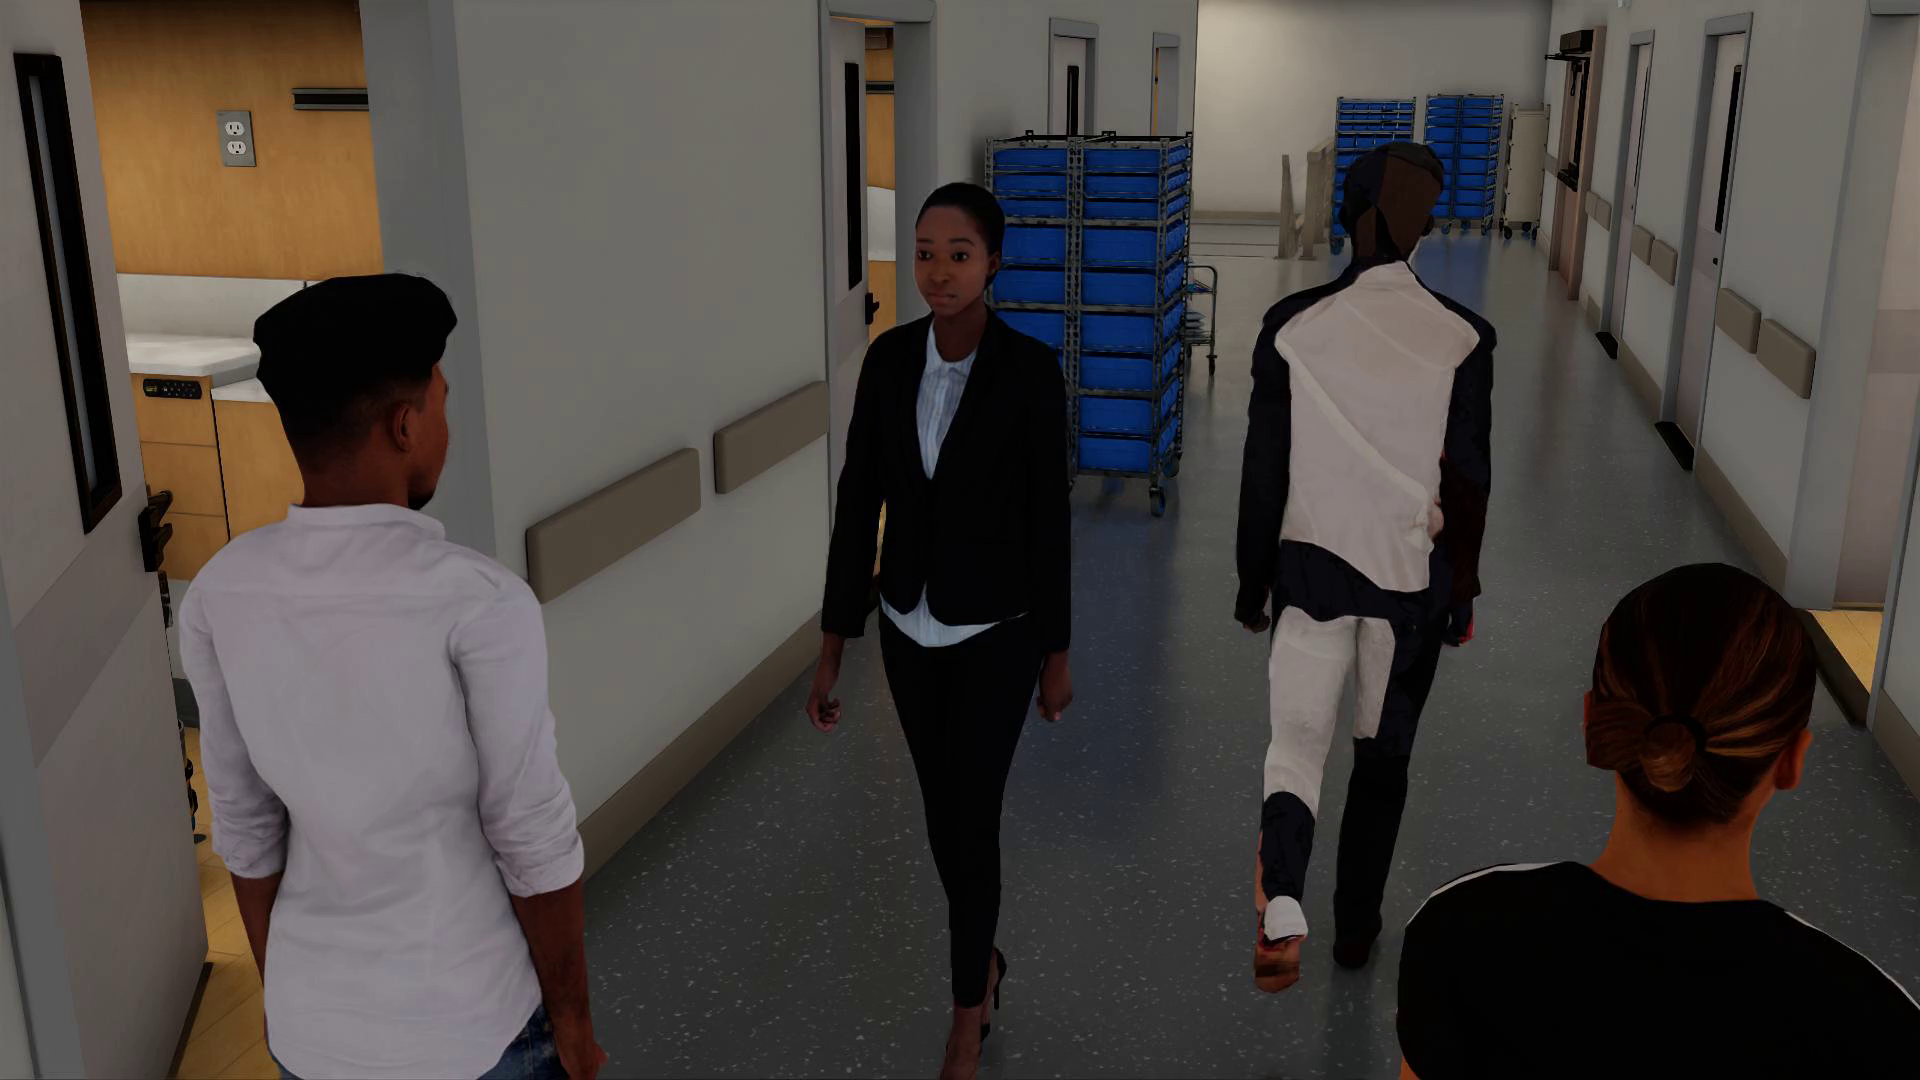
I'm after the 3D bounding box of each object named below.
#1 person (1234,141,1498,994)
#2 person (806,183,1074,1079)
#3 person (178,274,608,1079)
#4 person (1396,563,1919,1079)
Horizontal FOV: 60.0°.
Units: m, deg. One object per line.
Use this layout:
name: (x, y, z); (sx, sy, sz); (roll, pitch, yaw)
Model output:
person: (0.850, 0.121, 3.575); (0.706, 1.878, 0.970); (5, 17, 18)
person: (0.031, 0.214, 3.357); (0.703, 1.818, 0.845); (8, 18, 27)
person: (-0.708, 0.569, 2.129); (0.623, 1.800, 0.559); (4, 16, 15)
person: (0.517, 0.852, 1.403); (0.773, 1.650, 1.017); (10, 19, 32)
